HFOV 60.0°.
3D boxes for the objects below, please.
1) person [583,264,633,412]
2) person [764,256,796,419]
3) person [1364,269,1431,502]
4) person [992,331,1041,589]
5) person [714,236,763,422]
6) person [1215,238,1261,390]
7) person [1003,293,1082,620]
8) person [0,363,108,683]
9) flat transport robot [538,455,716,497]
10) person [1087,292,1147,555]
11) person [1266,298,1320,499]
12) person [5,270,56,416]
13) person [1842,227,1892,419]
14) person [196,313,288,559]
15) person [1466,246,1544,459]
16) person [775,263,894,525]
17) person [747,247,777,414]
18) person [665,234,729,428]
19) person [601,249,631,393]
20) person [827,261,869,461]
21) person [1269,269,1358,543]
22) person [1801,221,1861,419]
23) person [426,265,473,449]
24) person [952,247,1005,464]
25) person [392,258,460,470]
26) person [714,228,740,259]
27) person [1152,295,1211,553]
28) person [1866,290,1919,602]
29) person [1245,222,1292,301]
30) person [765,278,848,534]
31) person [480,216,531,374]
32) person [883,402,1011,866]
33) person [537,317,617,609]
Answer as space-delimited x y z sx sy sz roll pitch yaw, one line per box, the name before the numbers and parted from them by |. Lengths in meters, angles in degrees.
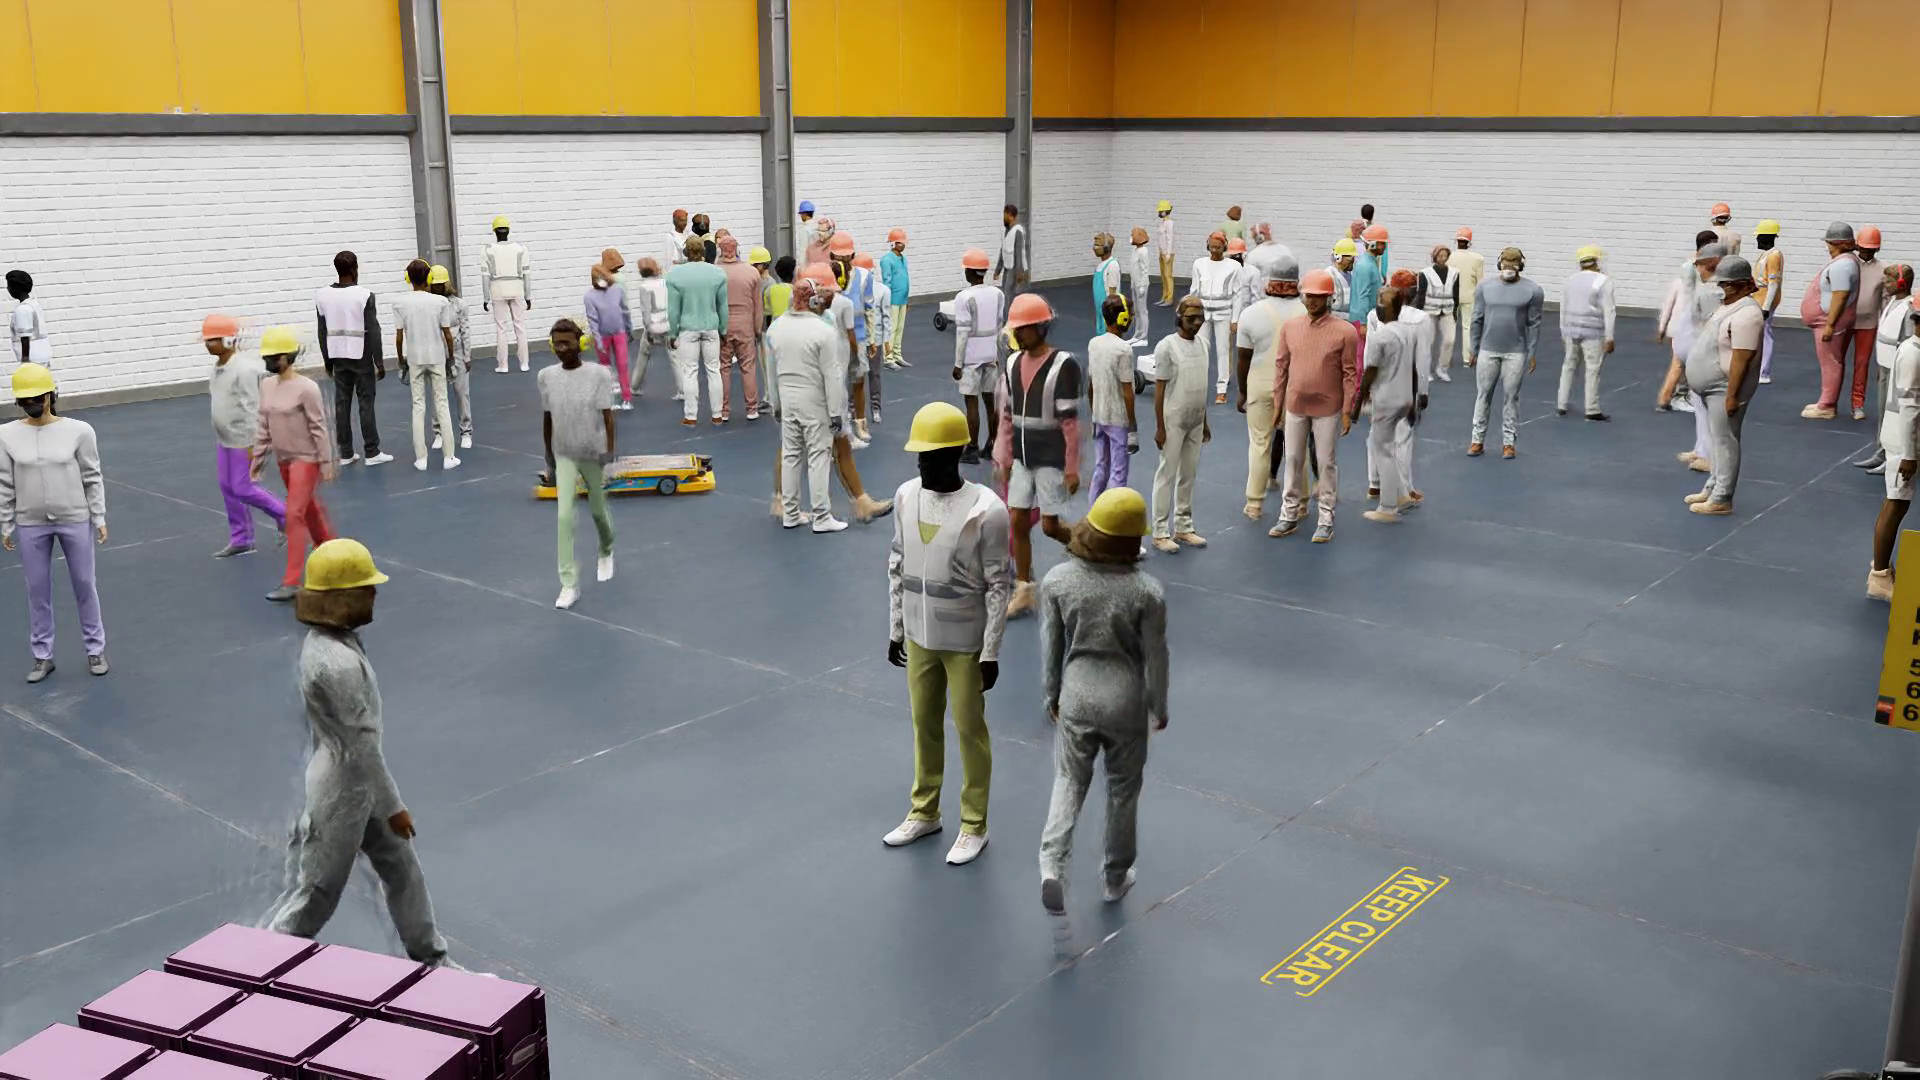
person | -3.689 -2.128 17.606 0.560 1.581 0.714 -8 16 -28
person | -1.773 -2.078 17.169 0.539 1.700 0.317 8 16 30
person | 3.530 -1.238 13.439 0.362 1.884 0.575 -12 19 -40
person | 0.384 -0.535 10.890 0.402 1.750 0.535 2 14 9
person | -2.341 -2.164 17.108 0.639 1.903 0.409 -3 14 -13
person | 3.179 -2.603 19.180 0.570 1.743 0.350 10 17 36
person | 0.535 -0.526 10.333 0.754 2.012 0.647 -13 19 -43
person | -4.963 -0.092 9.101 0.533 1.767 0.327 -5 15 -21
flat transport robot | -2.790 -0.550 13.959 1.431 0.197 0.652 -3 14 -11
person | 1.100 -0.810 11.763 0.328 1.870 0.510 -9 16 -31
person | 2.778 -1.174 13.635 0.618 1.672 0.468 6 15 23
person | -8.736 -1.697 15.676 0.319 1.687 0.538 -4 15 -17
person | 9.305 -2.248 17.267 0.611 1.986 0.393 5 15 20
person | -5.063 -0.737 11.731 0.581 1.735 0.486 11 18 38
person | 4.973 -1.713 15.233 0.627 1.936 0.371 6 15 23
person | -0.994 -1.073 12.555 1.035 1.989 0.615 8 16 28
person | -2.076 -2.215 17.609 0.338 1.761 0.528 -6 15 -23
person | -2.636 -2.093 16.747 0.631 1.940 0.372 -6 15 -21
person | -3.941 -2.507 19.019 0.269 1.632 0.508 -8 16 -30
person | -1.128 -1.645 15.237 0.550 1.811 0.943 12 18 40
person | 2.575 -0.976 12.159 0.623 1.995 0.387 9 17 32
person | 9.056 -2.295 17.343 0.535 2.000 0.684 10 17 34
person | -4.838 -1.713 15.645 0.480 1.734 0.336 -3 14 -10
person | 0.149 -1.652 14.975 0.544 1.943 0.347 -13 19 -41
person | -4.715 -1.550 14.716 0.510 1.872 0.328 -3 14 -12
person | -3.194 -3.384 22.512 0.523 1.638 0.310 3 14 11
person | 1.593 -0.832 11.900 0.516 1.842 0.326 -11 18 -37
person | 6.095 -0.614 10.627 0.384 2.041 0.608 8 16 30
person | 3.613 -2.868 19.992 0.685 1.873 0.666 -10 17 -36
person | -1.128 -1.004 12.456 0.654 1.906 0.406 10 17 34
person | -5.579 -3.011 20.449 0.593 1.919 0.386 -7 16 -26
person | -0.066 0.383 6.874 0.588 1.927 0.370 10 17 35
person | -2.455 -0.546 10.793 0.514 1.834 0.925 0 14 -1
